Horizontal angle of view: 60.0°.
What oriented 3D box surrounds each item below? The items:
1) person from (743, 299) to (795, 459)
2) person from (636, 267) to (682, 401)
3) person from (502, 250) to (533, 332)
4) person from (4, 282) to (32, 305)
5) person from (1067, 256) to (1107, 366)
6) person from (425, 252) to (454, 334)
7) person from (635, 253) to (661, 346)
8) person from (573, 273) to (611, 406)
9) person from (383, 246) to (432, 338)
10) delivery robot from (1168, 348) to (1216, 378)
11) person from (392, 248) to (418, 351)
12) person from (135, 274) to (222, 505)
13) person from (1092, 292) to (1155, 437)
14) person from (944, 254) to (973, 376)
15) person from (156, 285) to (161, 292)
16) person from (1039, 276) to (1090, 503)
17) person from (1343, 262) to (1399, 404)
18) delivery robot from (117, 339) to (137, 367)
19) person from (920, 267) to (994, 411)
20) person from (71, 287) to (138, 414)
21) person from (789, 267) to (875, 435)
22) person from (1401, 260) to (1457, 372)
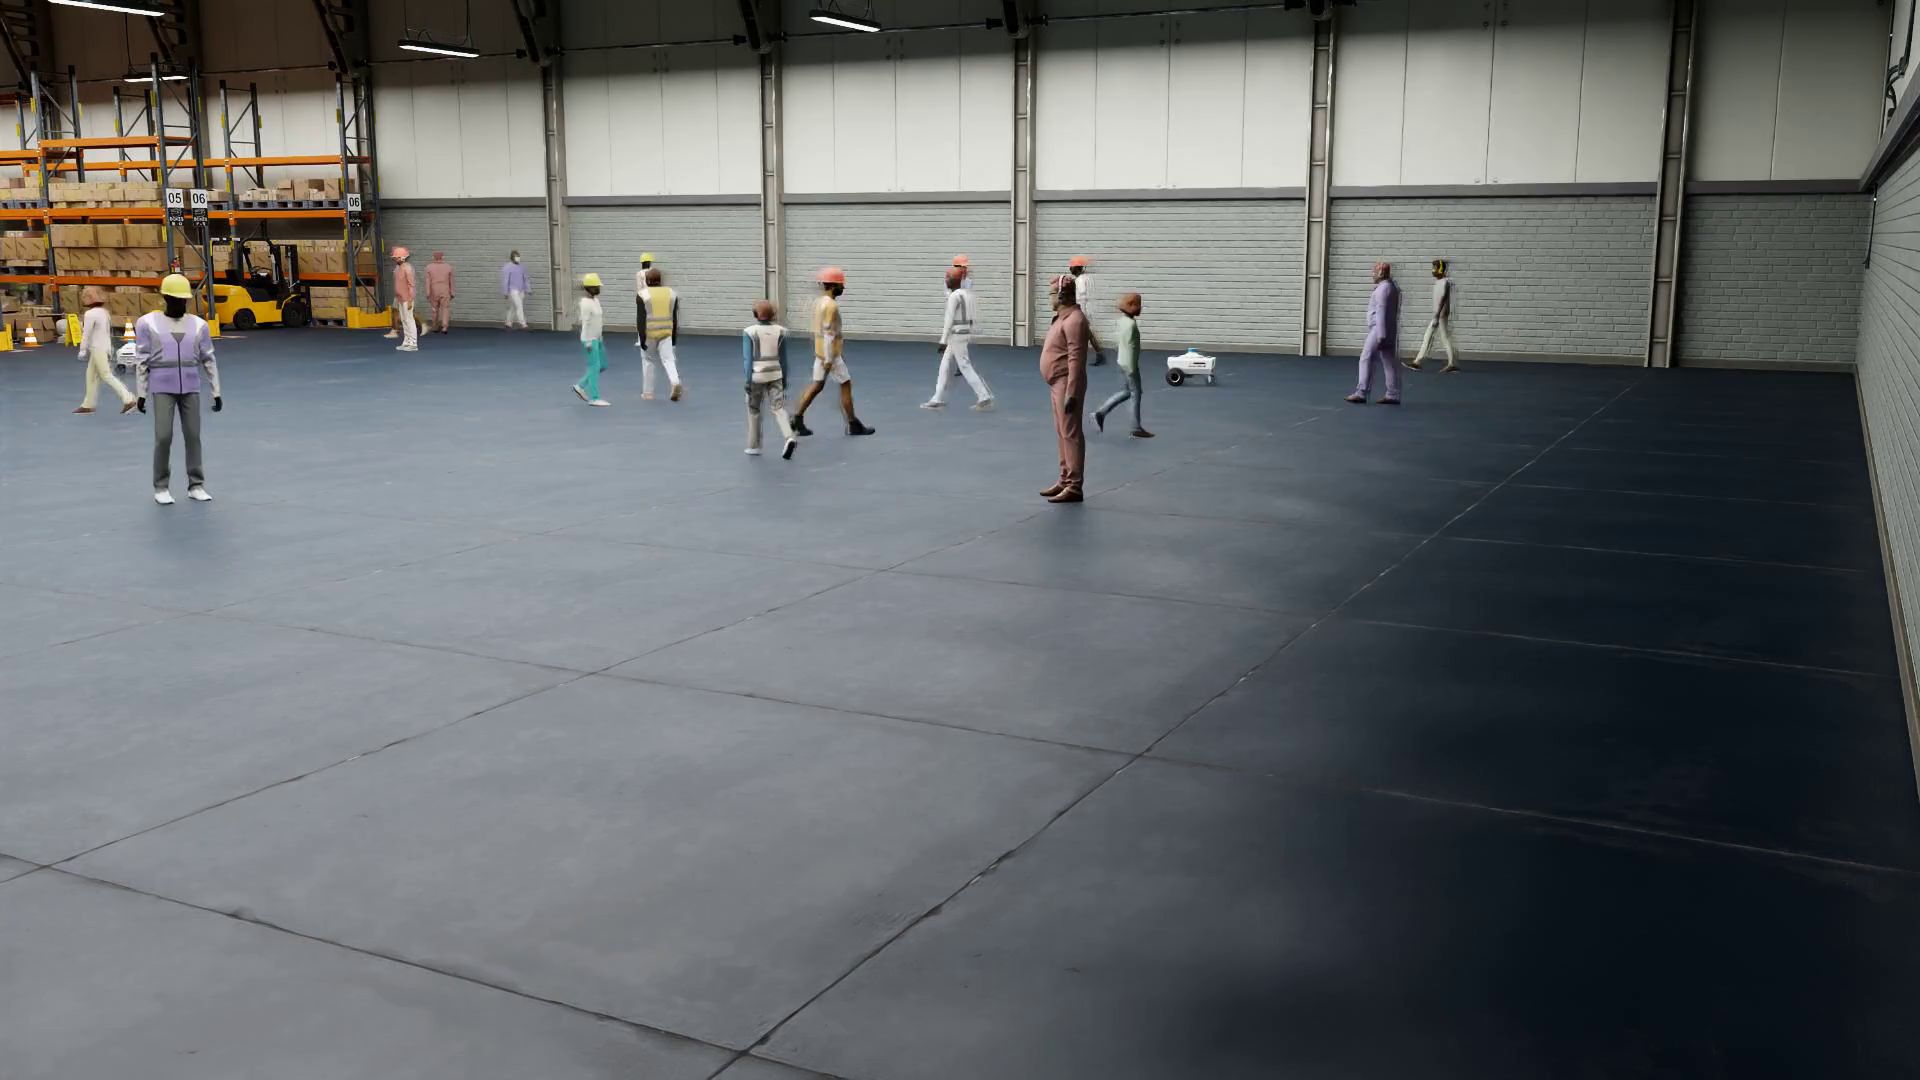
[{"bbox_3d":[-1.933,-1.625,16.784,0.526,1.608,0.779,-7,13,-34],"label":"person"},{"bbox_3d":[-4.088,-2.785,22.564,0.628,1.819,0.848,-7,13,-34],"label":"person"},{"bbox_3d":[-10.346,-5.785,38.710,1.014,1.894,0.638,6,12,31],"label":"person"},{"bbox_3d":[-23.278,-6.189,41.079,0.438,1.831,0.631,5,11,25],"label":"person"},{"bbox_3d":[2.057,-3.914,28.539,1.018,1.891,0.563,2,11,9],"label":"person"},{"bbox_3d":[-11.932,-5.663,38.125,0.662,1.849,1.009,-5,11,-24],"label":"person"},{"bbox_3d":[-6.239,-4.848,33.609,0.900,1.897,0.597,10,14,43],"label":"person"},{"bbox_3d":[-4.865,-2.634,21.898,0.440,1.750,0.537,1,10,6],"label":"person"},{"bbox_3d":[-12.119,-5.411,36.369,0.982,2.012,0.621,-1,10,-6],"label":"person"},{"bbox_3d":[3.467,-2.629,24.878,0.707,0.478,0.477,2,11,10],"label":"delivery robot"},{"bbox_3d":[-10.817,-4.676,32.368,0.395,1.992,0.622,-8,13,-37],"label":"person"},{"bbox_3d":[-6.575,-1.269,14.001,0.633,1.918,0.412,-10,14,-42],"label":"person"},{"bbox_3d":[1.833,-1.936,18.442,0.619,1.615,0.510,-1,10,-6],"label":"person"},{"bbox_3d":[0.002,-3.594,26.619,0.542,1.939,0.366,-10,15,-44],"label":"person"},{"bbox_3d":[-18.400,-5.759,38.741,0.718,1.824,0.580,5,12,27],"label":"person"},{"bbox_3d":[0.873,-1.269,14.045,0.401,1.904,0.640,-1,10,-5],"label":"person"},{"bbox_3d":[5.498,-2.747,22.145,0.817,1.878,0.679,6,12,30],"label":"person"},{"bbox_3d":[-13.435,-3.015,26.984,0.477,0.478,0.707,-3,11,-16],"label":"delivery robot"},{"bbox_3d":[-0.007,-2.555,21.241,0.971,1.846,0.587,1,10,8],"label":"person"},{"bbox_3d":[-10.775,-2.369,20.857,0.824,1.598,0.498,-2,11,-9],"label":"person"},{"bbox_3d":[-1.489,-2.096,18.596,0.980,1.899,0.557,-3,11,-17],"label":"person"},{"bbox_3d":[7.760,-3.660,27.283,0.940,1.827,0.564,0,10,1],"label":"person"}]
